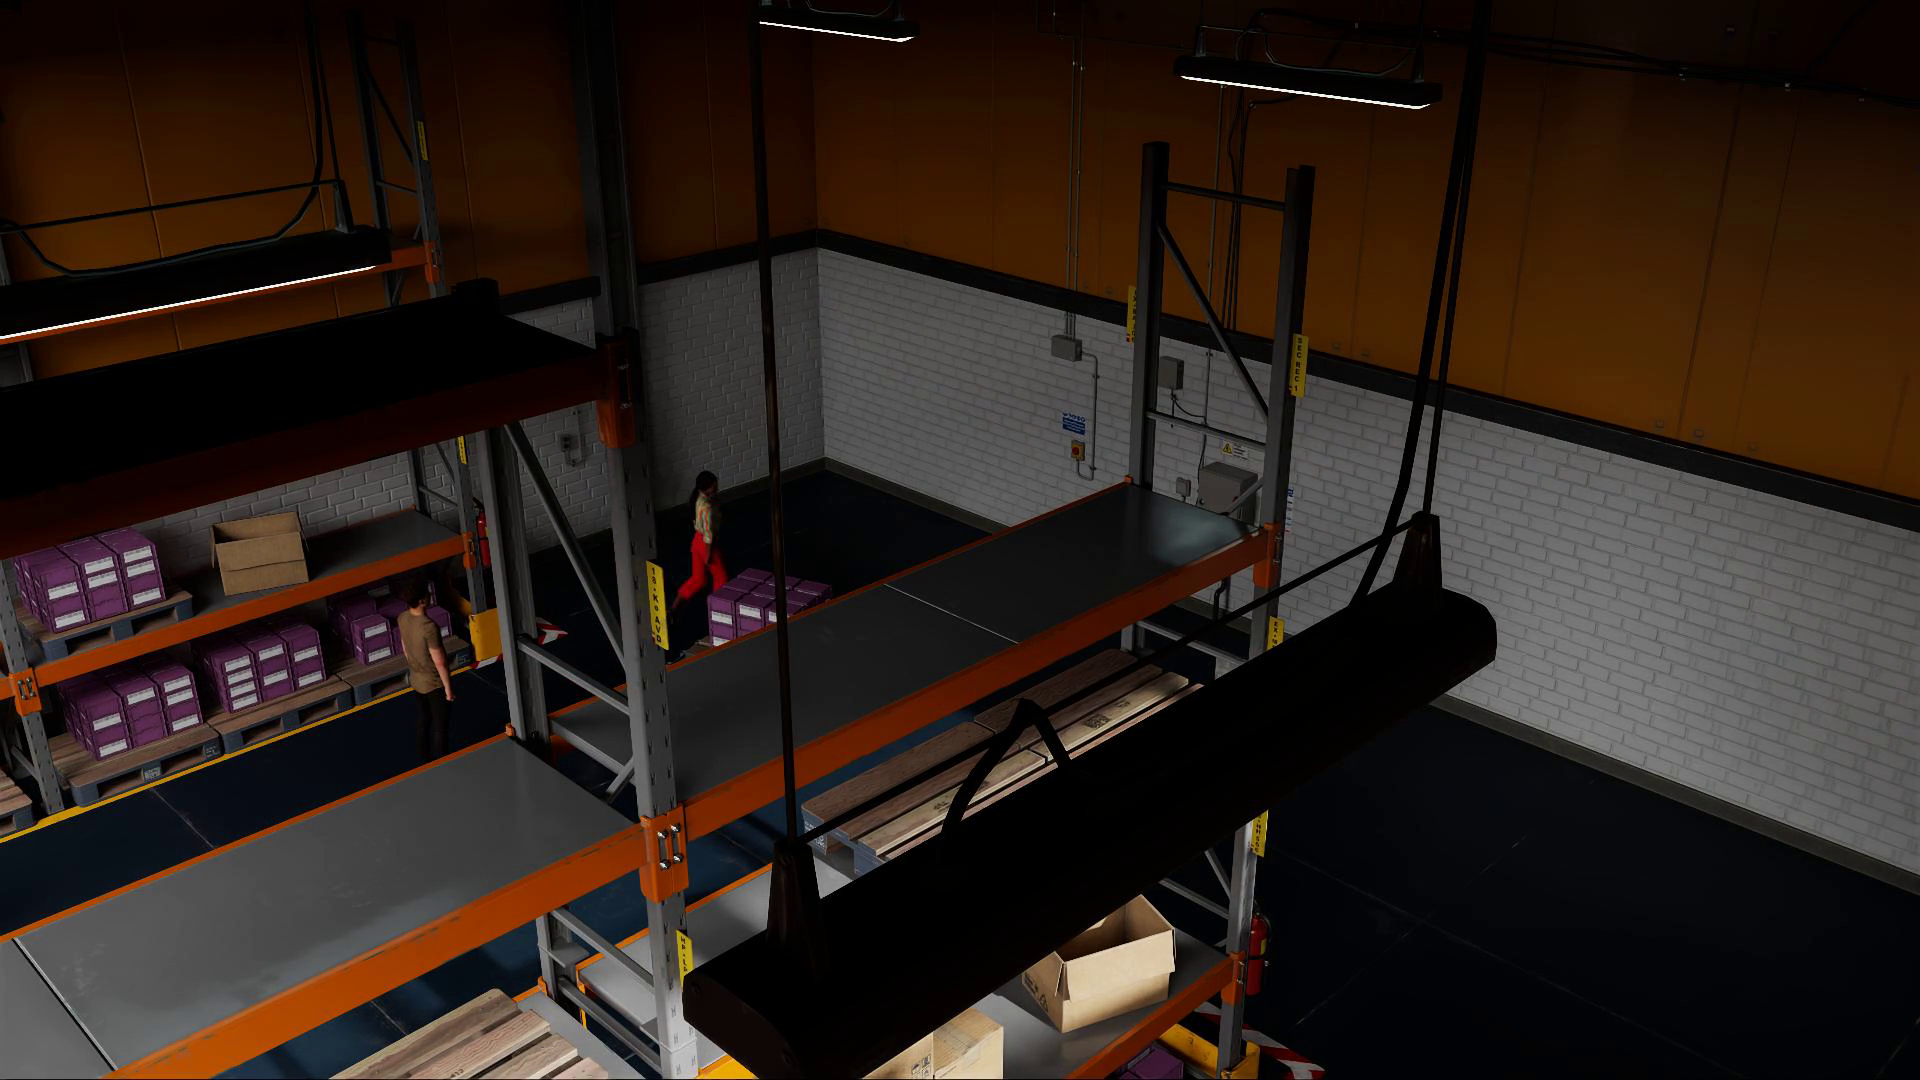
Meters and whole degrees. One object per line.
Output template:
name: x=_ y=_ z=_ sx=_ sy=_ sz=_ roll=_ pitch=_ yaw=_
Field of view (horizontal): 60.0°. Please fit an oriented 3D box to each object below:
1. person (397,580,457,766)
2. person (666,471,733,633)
person: x=-4.456 y=1.179 z=13.936 sx=0.686 sy=1.852 sz=0.605 roll=17 pitch=29 yaw=33
person: x=-2.590 y=0.159 z=16.393 sx=1.109 sy=1.754 sz=0.743 roll=-17 pitch=29 yaw=-33
